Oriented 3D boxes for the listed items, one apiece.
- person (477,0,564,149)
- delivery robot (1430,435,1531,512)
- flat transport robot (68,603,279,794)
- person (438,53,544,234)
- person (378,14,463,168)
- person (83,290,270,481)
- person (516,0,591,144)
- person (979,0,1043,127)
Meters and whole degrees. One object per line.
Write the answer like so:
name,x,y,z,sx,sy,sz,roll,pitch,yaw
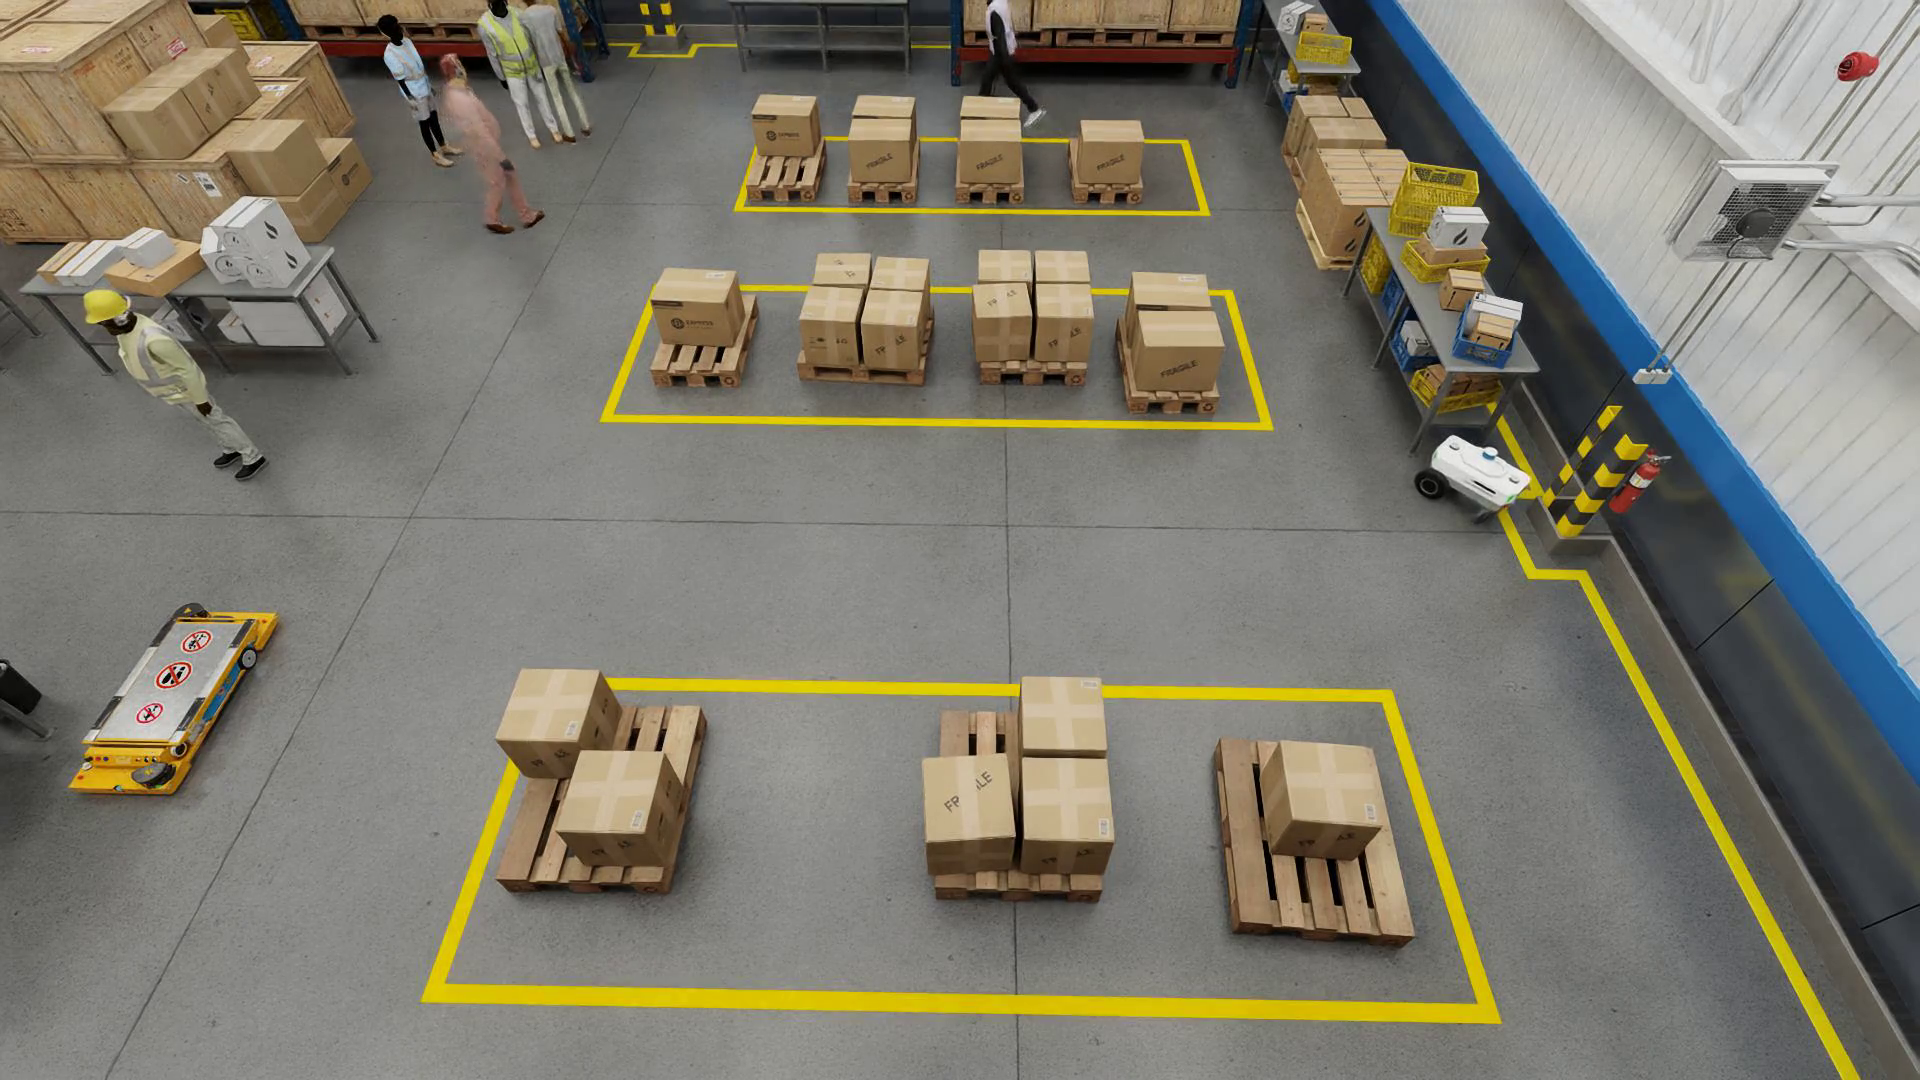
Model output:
person,-5.364,-5.748,11.200,0.619,1.836,0.430,-31,56,-24
delivery robot,4.291,-0.563,7.581,0.477,0.478,0.707,-35,58,-26
flat transport robot,-5.504,1.072,6.442,0.652,0.197,1.431,1,50,1
person,-5.121,-4.201,9.868,0.659,1.871,0.717,-22,53,-18
person,-6.473,-5.360,10.956,0.317,1.696,0.538,2,50,2
person,-6.294,-1.232,7.378,0.599,1.827,0.404,26,55,20
person,-5.040,-5.866,11.294,0.568,1.844,0.422,-35,58,-26
person,0.591,-6.166,11.551,1.005,1.853,0.604,9,50,7
